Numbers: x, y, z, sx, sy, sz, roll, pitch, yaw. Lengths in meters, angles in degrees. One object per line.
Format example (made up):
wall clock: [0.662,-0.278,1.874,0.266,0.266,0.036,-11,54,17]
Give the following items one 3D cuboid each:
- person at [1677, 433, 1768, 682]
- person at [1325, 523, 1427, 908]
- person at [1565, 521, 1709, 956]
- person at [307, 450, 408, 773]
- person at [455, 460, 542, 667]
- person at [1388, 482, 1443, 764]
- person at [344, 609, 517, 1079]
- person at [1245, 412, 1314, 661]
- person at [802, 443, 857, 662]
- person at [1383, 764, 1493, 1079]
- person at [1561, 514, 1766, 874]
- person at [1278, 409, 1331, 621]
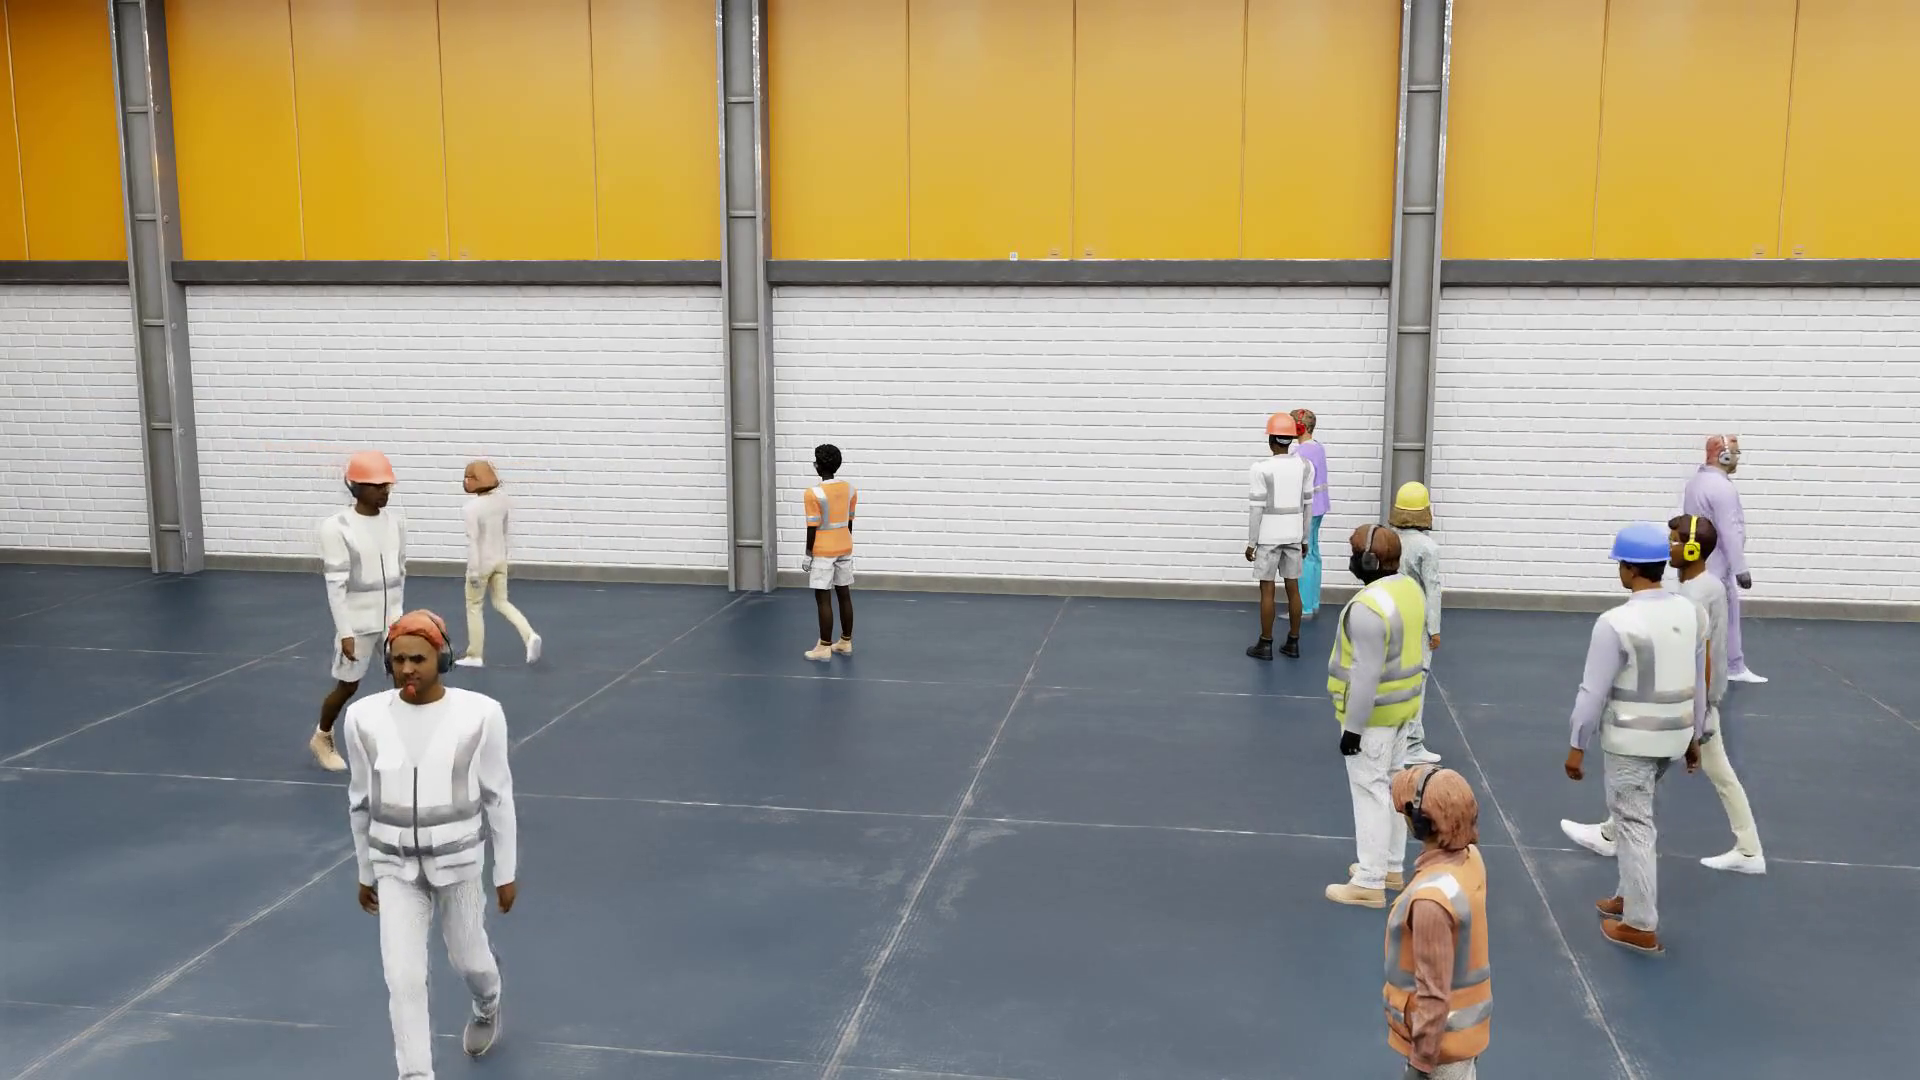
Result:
person: [5.433,0.152,12.154,0.984,1.873,0.633,2,9,11]
person: [1.981,0.832,7.985,0.429,1.839,0.633,6,11,35]
person: [2.976,0.869,7.467,0.646,1.927,0.614,-5,10,-27]
person: [-3.528,0.453,9.860,1.036,2.002,0.611,6,11,34]
person: [-3.548,0.191,12.630,0.681,1.615,0.505,5,10,26]
person: [2.771,0.506,10.282,0.286,1.745,0.493,-7,11,-35]
person: [-1.884,1.147,6.013,0.584,1.858,0.860,-1,9,-4]
person: [2.476,-0.026,12.976,0.548,1.937,0.358,-3,10,-18]
person: [-1.021,0.096,12.966,0.318,1.697,0.535,7,12,38]
person: [1.375,1.447,4.815,0.314,1.636,0.515,4,10,25]
person: [3.646,0.772,8.429,0.994,1.814,0.554,6,11,31]
person: [3.000,-0.214,14.412,0.392,1.846,0.564,5,11,29]
